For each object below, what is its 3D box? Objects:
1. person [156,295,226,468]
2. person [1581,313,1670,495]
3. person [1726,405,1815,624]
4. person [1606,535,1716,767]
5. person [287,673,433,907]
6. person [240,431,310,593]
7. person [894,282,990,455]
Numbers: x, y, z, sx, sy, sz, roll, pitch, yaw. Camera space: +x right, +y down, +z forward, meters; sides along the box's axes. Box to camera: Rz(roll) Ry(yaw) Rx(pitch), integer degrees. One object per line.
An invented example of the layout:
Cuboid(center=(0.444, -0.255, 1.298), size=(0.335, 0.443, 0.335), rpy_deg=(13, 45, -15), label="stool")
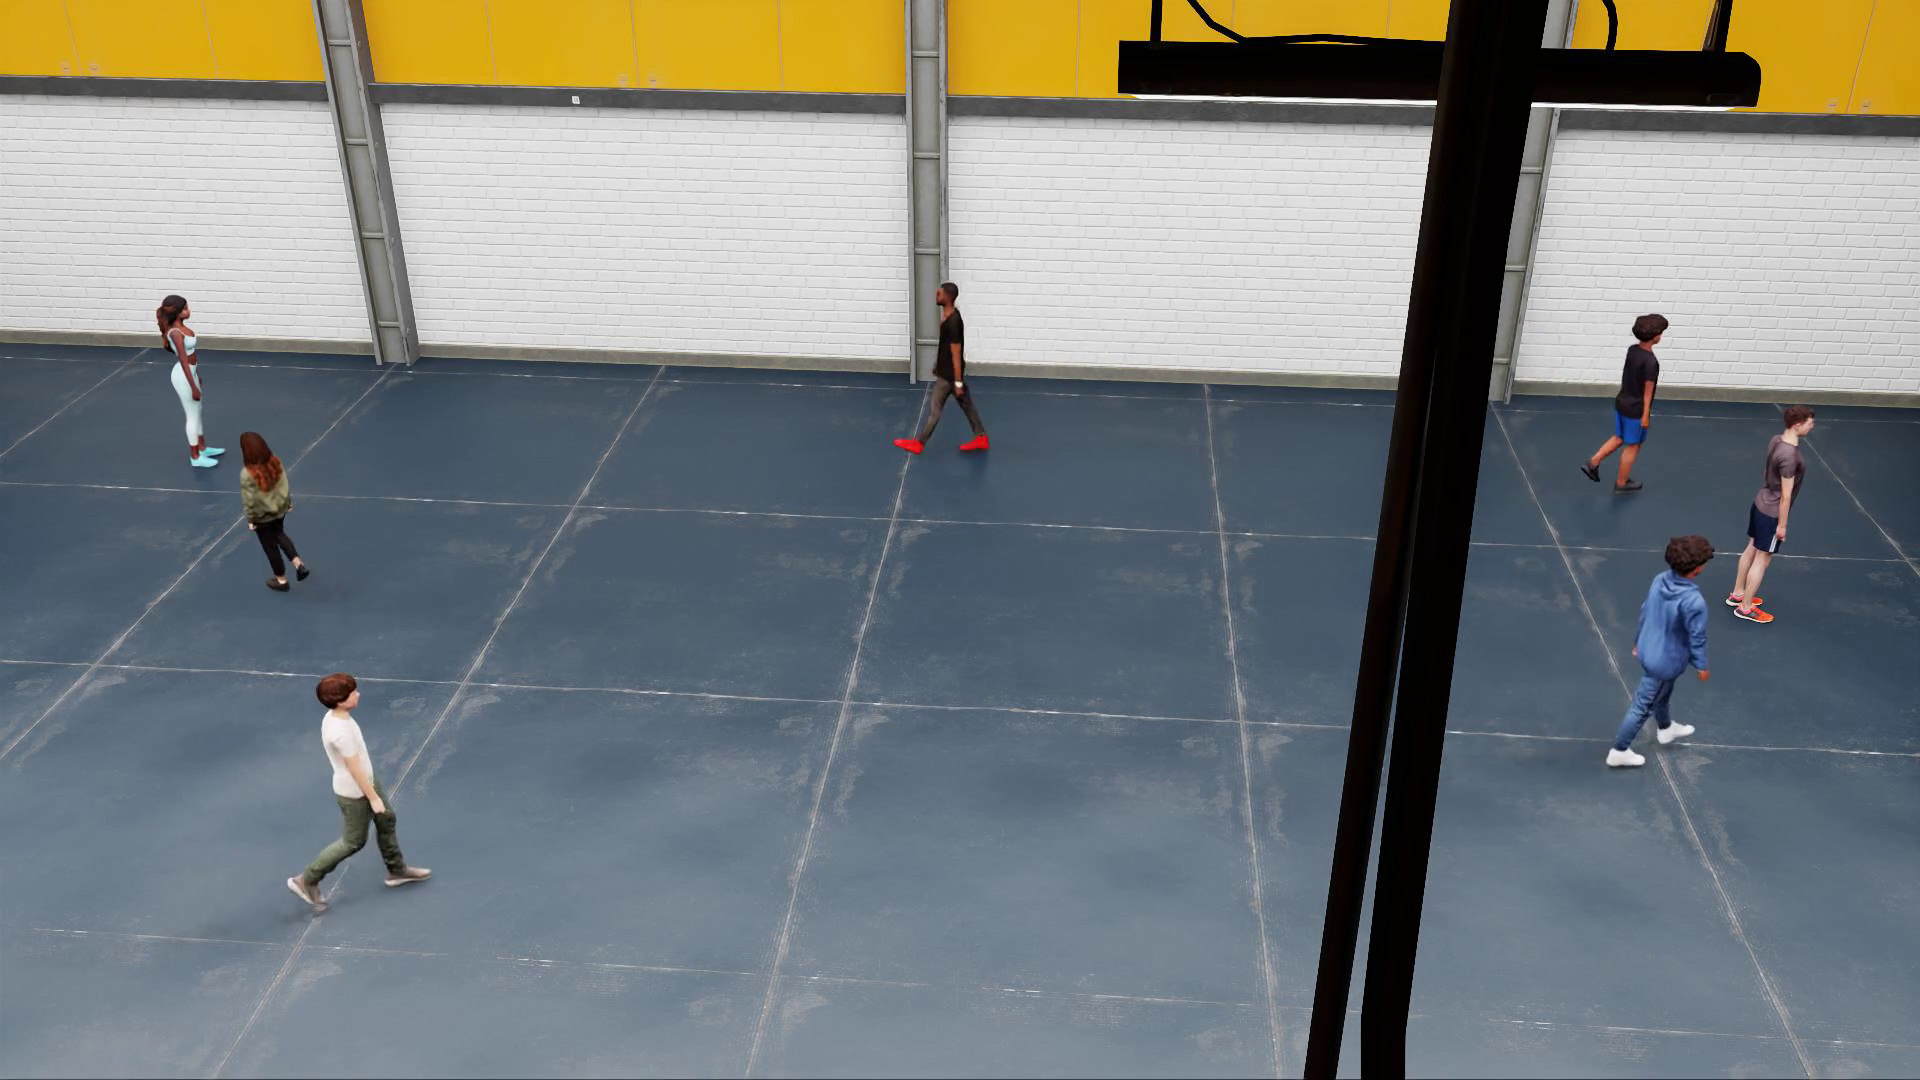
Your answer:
Cuboid(center=(-7.430, -1.534, 15.988), size=(0.654, 1.724, 0.639), rpy_deg=(-10, 30, -17), label="person")
Cuboid(center=(6.147, -1.227, 15.363), size=(0.899, 1.784, 0.704), rpy_deg=(-4, 29, -7), label="person")
Cuboid(center=(6.563, -0.232, 13.463), size=(0.559, 1.858, 0.662), rpy_deg=(5, 29, 8), label="person")
Cuboid(center=(4.836, 0.815, 11.624), size=(1.078, 1.779, 0.843), rpy_deg=(-4, 29, -7), label="person")
Cuboid(center=(-3.847, 1.592, 10.358), size=(1.142, 1.629, 0.853), rpy_deg=(-10, 30, -17), label="person")
Cuboid(center=(-5.701, -0.221, 13.845), size=(0.754, 1.471, 0.706), rpy_deg=(14, 31, 23), label="person")
Cuboid(center=(0.011, -1.623, 16.112), size=(1.198, 1.762, 0.763), rpy_deg=(-1, 29, -1), label="person")
